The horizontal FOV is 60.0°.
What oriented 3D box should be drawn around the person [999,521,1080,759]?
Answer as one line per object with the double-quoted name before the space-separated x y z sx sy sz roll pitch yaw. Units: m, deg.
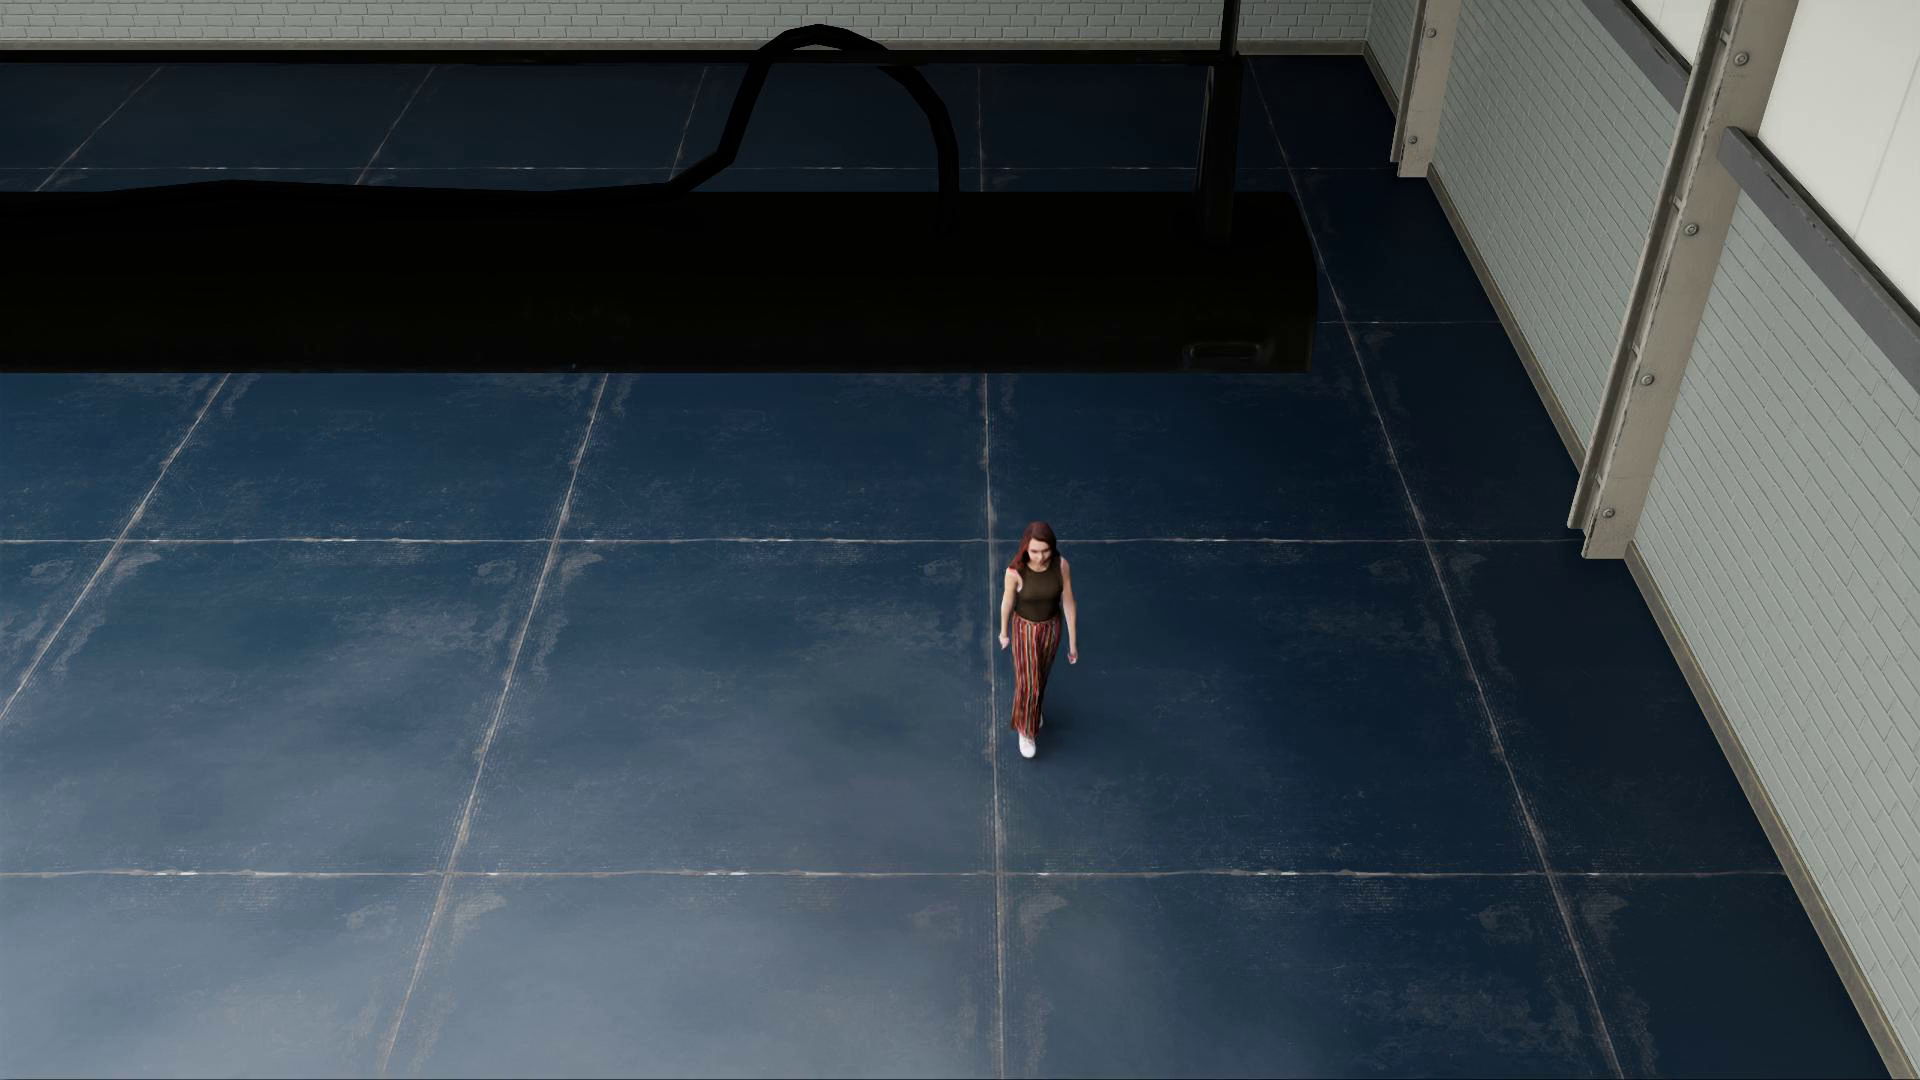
"person" 0.418 0.459 9.564 0.651 1.545 0.784 -9 38 -12
